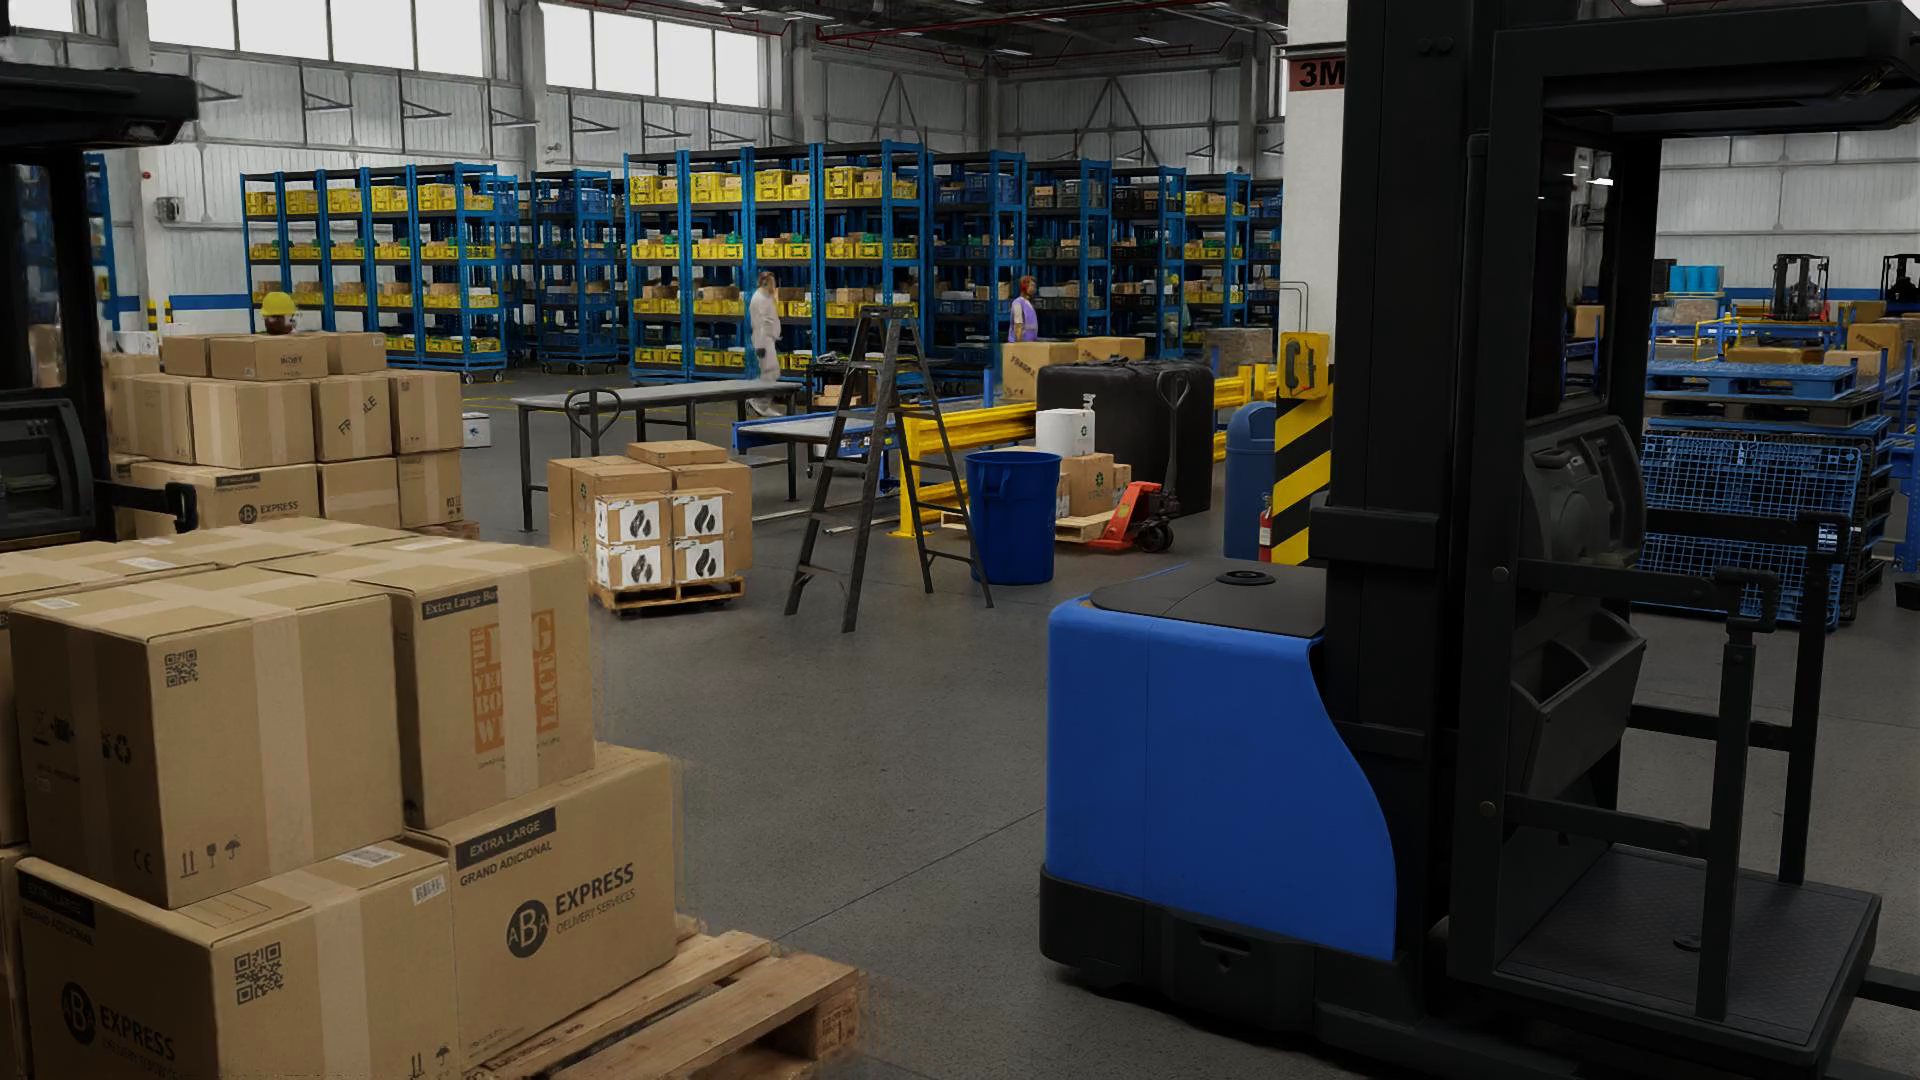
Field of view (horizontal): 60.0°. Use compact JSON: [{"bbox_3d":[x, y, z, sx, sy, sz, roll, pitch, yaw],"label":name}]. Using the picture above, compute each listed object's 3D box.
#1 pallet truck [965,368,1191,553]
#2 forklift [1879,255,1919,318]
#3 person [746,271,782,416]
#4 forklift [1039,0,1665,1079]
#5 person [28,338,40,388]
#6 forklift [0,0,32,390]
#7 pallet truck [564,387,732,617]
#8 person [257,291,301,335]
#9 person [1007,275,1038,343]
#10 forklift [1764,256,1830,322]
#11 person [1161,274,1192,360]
[{"bbox_3d":[0.845,-0.609,11.869,1.630,1.274,0.653,7,12,35],"label":"pallet truck"},{"bbox_3d":[22.089,-5.634,38.796,1.157,1.987,2.680,6,11,33],"label":"forklift"},{"bbox_3d":[-2.495,-2.530,21.546,0.420,1.891,0.672,0,10,0],"label":"person"},{"bbox_3d":[1.249,-0.137,4.360,1.873,2.768,1.129,7,12,35],"label":"forklift"},{"bbox_3d":[-6.105,-0.667,10.370,0.734,1.913,0.623,7,12,36],"label":"person"},{"bbox_3d":[-3.240,-0.228,4.901,1.873,2.768,1.129,7,12,35],"label":"forklift"},{"bbox_3d":[-1.981,-0.274,10.088,0.680,1.201,1.601,-5,11,-28],"label":"pallet truck"},{"bbox_3d":[-5.116,-1.002,12.713,0.584,1.804,0.866,8,12,39],"label":"person"},{"bbox_3d":[0.790,-2.378,20.771,0.390,1.850,0.563,2,10,14],"label":"person"},{"bbox_3d":[20.253,-5.854,40.139,1.157,1.987,2.680,7,12,35],"label":"forklift"},{"bbox_3d":[3.878,-3.936,30.212,0.899,1.801,0.583,9,13,44],"label":"person"}]
